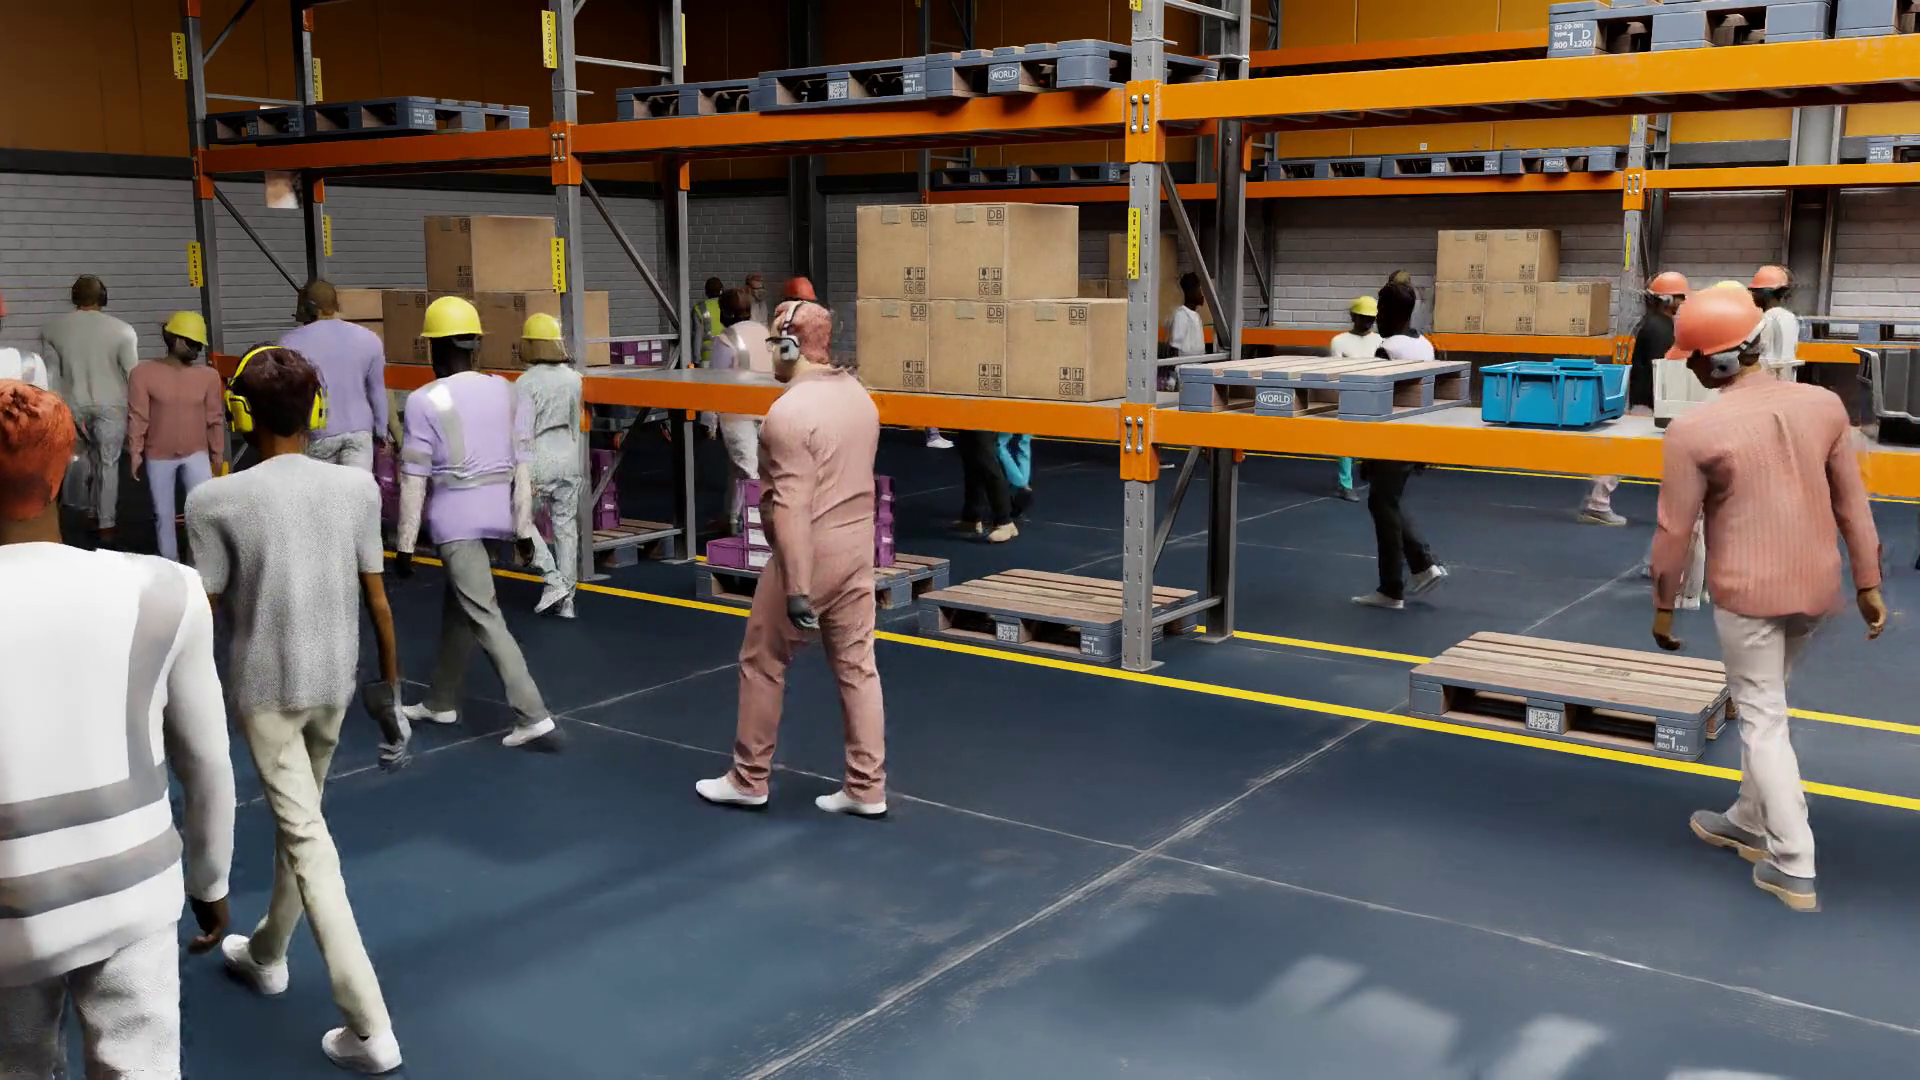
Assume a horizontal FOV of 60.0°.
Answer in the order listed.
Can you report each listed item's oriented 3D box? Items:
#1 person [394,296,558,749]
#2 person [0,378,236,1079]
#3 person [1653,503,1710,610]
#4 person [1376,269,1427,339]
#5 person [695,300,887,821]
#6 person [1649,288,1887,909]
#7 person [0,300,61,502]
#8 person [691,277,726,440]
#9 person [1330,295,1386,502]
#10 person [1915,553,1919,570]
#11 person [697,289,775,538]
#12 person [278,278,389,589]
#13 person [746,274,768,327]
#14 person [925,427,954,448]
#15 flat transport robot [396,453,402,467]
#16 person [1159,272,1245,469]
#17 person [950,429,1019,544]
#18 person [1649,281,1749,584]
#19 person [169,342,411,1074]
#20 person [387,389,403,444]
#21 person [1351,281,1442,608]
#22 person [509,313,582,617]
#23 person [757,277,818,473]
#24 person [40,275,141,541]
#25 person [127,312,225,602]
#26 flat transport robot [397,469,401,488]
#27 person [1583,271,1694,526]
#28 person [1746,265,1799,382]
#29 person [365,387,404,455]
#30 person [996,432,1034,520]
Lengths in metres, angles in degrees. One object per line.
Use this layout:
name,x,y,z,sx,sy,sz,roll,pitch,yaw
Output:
person,-2.048,-0.074,6.966,0.972,1.885,0.602,5,11,28
person,-1.553,0.638,2.874,0.598,1.824,0.998,-7,12,-36
person,4.274,-0.408,9.681,0.285,1.633,0.498,9,13,42
person,4.184,-1.613,15.953,0.630,1.940,0.372,-7,12,-36
person,-0.620,0.079,6.053,0.844,1.874,0.646,6,11,30
person,2.543,0.164,5.373,0.687,1.931,0.763,-2,10,-14
person,-5.088,-0.375,8.702,0.574,1.892,0.947,-9,13,-44
person,-2.757,-2.046,18.832,0.624,1.838,0.430,-6,11,-30
person,3.338,-1.215,14.165,0.552,1.743,0.589,-2,10,-13
person,6.372,-0.648,10.374,0.545,1.871,1.020,-1,10,-3
person,-1.665,-0.882,11.946,0.826,1.812,0.650,6,11,31
person,-3.831,-0.643,10.244,0.659,1.913,0.475,-6,11,-31
person,-2.415,-2.177,19.540,0.750,1.860,0.693,4,10,24
person,-0.229,-1.946,18.066,0.401,1.899,0.633,0,10,1
flat transport robot,-5.152,-0.637,15.092,0.652,0.197,1.431,-3,10,-18
person,2.244,-1.610,15.992,1.023,1.910,0.628,3,10,20
person,0.112,-1.015,12.087,0.539,2.000,0.910,-1,10,-3
person,4.670,-0.636,10.247,0.778,1.893,0.599,9,13,42
person,-1.742,0.406,4.283,0.968,1.818,0.545,8,12,39
person,-6.329,-1.888,18.483,0.548,1.624,0.479,0,10,0
person,2.519,-0.538,9.658,0.442,1.907,0.594,6,11,33
person,-2.341,-0.414,9.418,0.383,1.727,0.493,7,12,37
person,-1.452,-1.295,14.239,0.965,1.902,0.558,7,12,38
person,-6.285,-0.969,12.167,0.647,1.917,0.663,-2,10,-11
person,-4.581,-0.463,9.774,0.567,1.712,0.842,-6,11,-33
flat transport robot,-4.559,-0.489,14.214,1.431,0.197,0.652,-3,10,-18
person,5.257,-1.034,12.495,1.052,1.939,0.642,5,11,27
person,6.517,-1.195,13.321,0.620,1.997,1.068,-9,13,-43
person,-5.421,-1.330,15.240,0.774,1.589,0.531,-7,12,-37
person,0.461,-1.052,12.963,0.616,1.816,0.528,-6,11,-33
